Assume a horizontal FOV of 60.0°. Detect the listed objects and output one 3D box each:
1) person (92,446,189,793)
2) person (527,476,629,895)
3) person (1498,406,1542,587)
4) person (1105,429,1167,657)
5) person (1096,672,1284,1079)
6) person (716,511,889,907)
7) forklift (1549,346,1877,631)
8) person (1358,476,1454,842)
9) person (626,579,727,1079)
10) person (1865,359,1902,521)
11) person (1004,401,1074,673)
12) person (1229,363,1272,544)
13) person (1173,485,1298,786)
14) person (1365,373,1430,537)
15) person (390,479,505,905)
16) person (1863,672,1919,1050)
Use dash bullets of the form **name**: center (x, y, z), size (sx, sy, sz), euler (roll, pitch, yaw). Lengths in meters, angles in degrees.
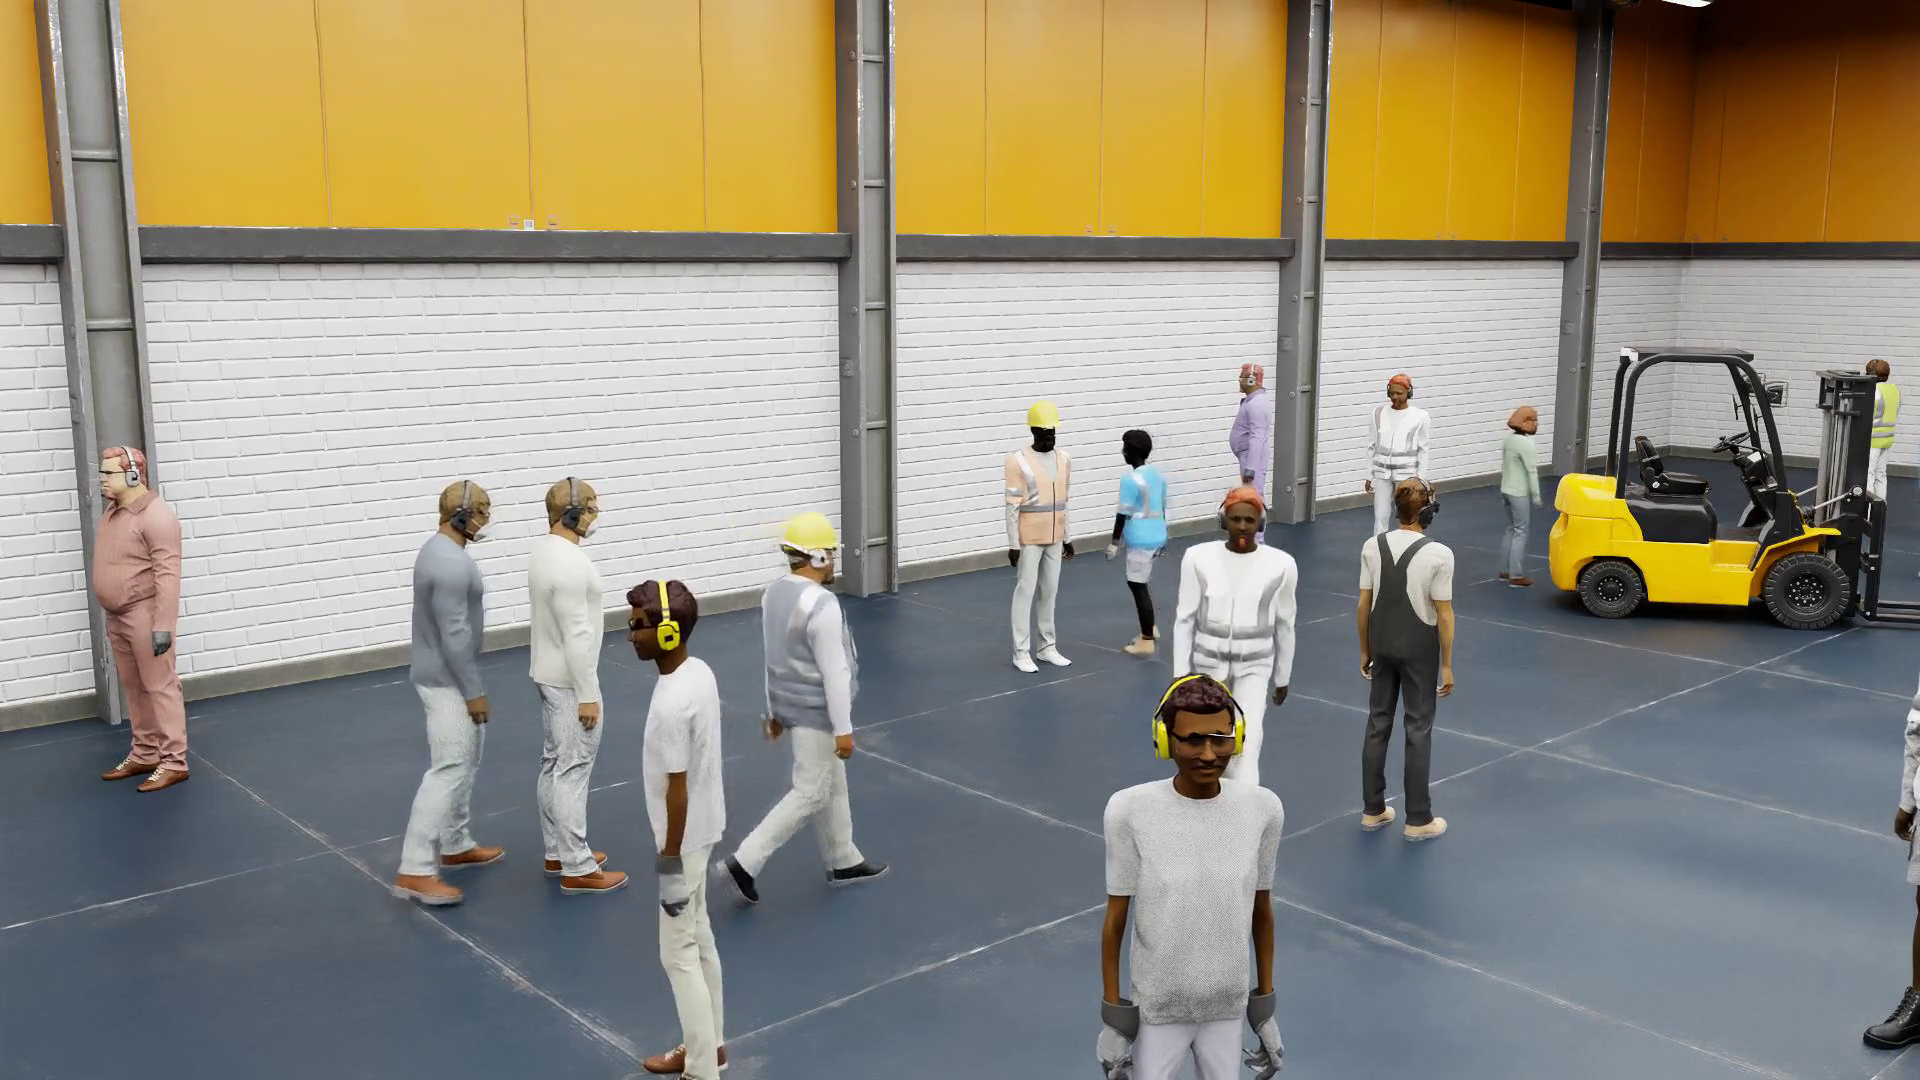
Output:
- **person**: center (-4.565, 0.431, 9.213), size (0.647, 1.908, 0.409), euler (7, 12, 36)
- **person**: center (-1.804, 0.669, 7.729), size (0.370, 1.938, 0.627), euler (-5, 11, -26)
- **person**: center (4.992, -0.392, 14.875), size (0.290, 1.621, 0.503), euler (0, 10, -2)
- **person**: center (1.322, 0.022, 12.261), size (0.408, 1.677, 0.559), euler (6, 11, 30)
- **person**: center (0.616, 1.266, 4.432), size (0.512, 1.870, 0.328), euler (-2, 10, -11)
- **person**: center (-0.725, 0.767, 7.559), size (0.832, 1.807, 0.597), euler (-5, 11, -27)
- **forklift**: center (6.109, -0.478, 13.691), size (2.313, 2.155, 1.214), euler (3, 10, 16)
- **person**: center (2.255, 0.596, 8.422), size (0.511, 1.844, 0.328), euler (9, 13, 43)
- **person**: center (-0.980, 1.044, 5.753), size (0.327, 1.862, 0.516), euler (0, 10, -1)
- **person**: center (9.800, -1.021, 17.902), size (0.633, 1.843, 0.429), euler (-6, 11, -32)
- **person**: center (0.579, -0.028, 11.834), size (0.594, 1.926, 0.366), euler (-8, 13, -39)
- **person**: center (2.822, -0.765, 16.209), size (0.403, 1.911, 0.637), euler (2, 10, 12)
- **person**: center (1.369, 0.630, 8.278), size (0.578, 1.840, 0.989), euler (3, 10, 17)
- **person**: center (3.964, -0.573, 15.146), size (0.574, 1.886, 0.356), euler (6, 11, 32)
- **person**: center (-2.408, 0.688, 7.693), size (0.547, 1.915, 0.810), euler (-3, 10, -19)
- **person**: center (3.613, 0.973, 5.965), size (0.364, 1.933, 0.543), euler (-5, 11, -25)
